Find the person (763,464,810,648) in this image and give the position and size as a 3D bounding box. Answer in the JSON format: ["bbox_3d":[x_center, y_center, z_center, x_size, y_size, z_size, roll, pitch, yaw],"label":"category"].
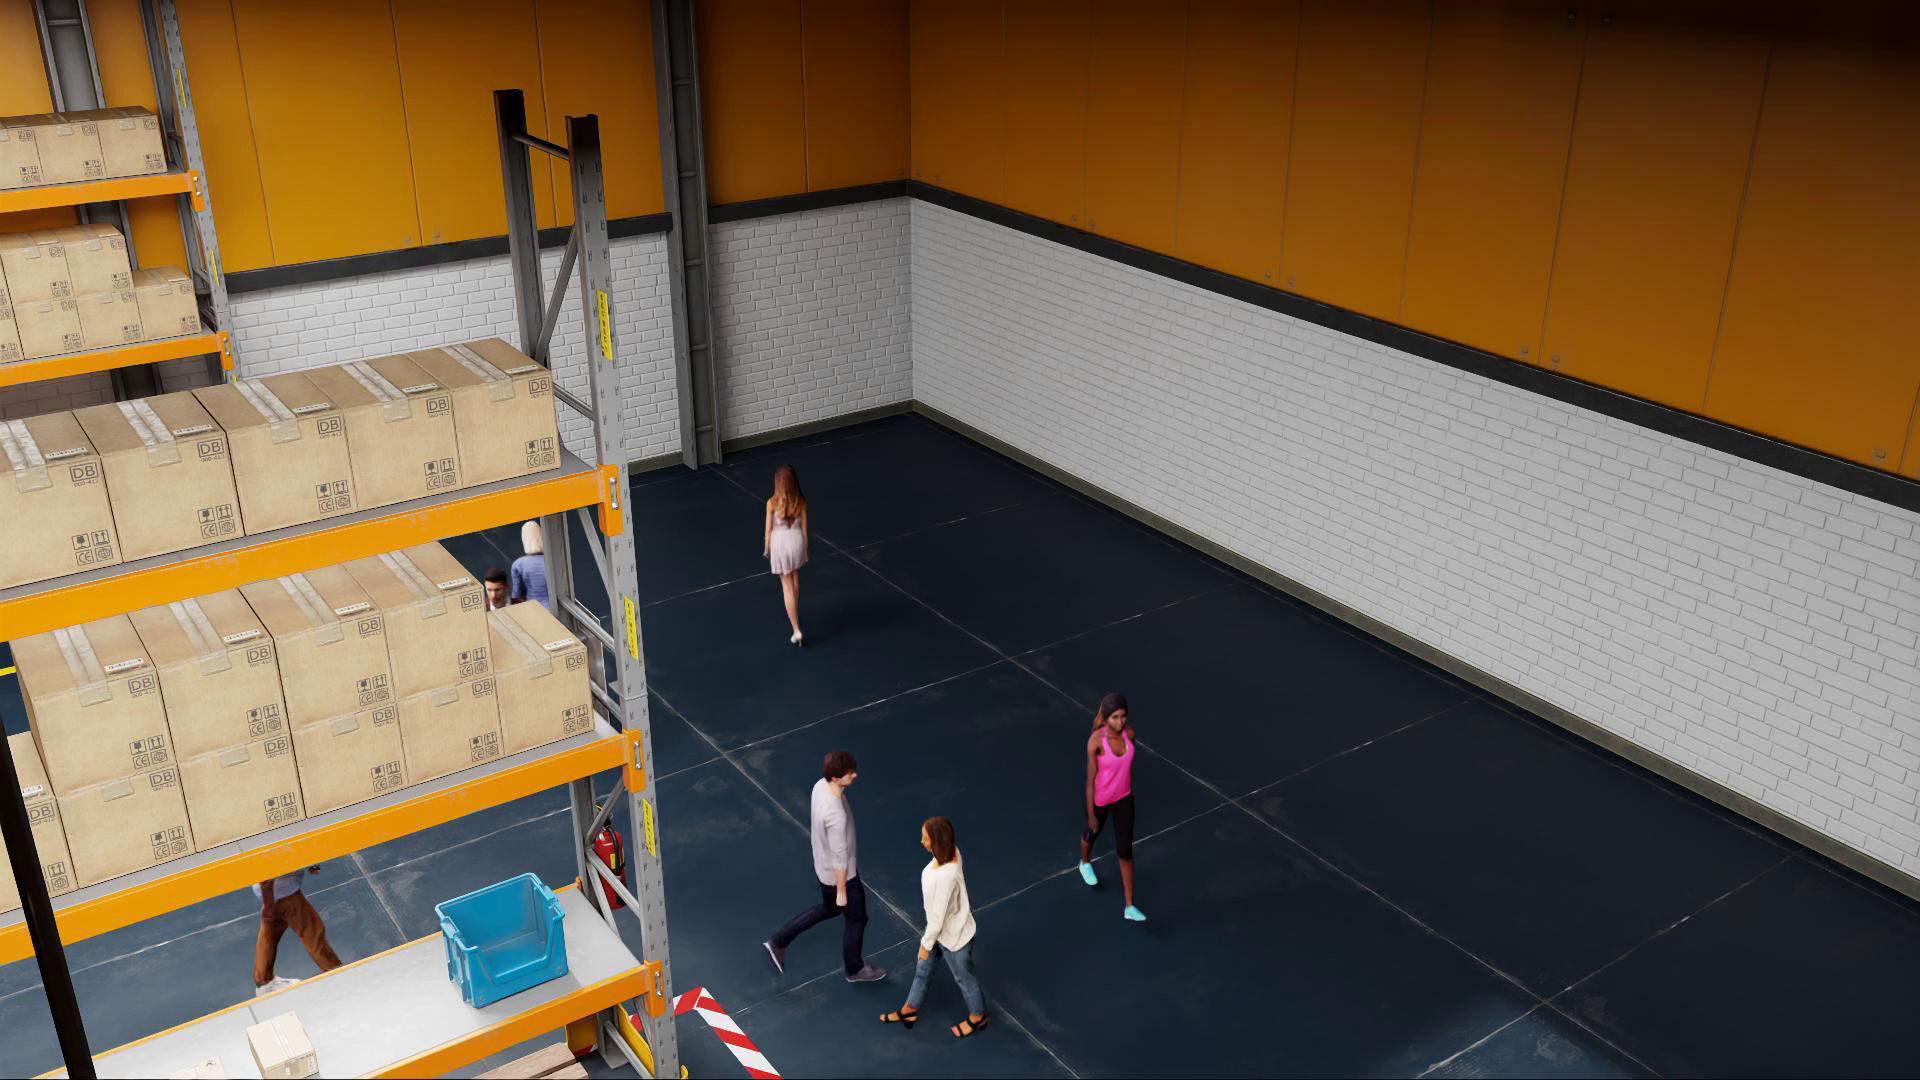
[{"bbox_3d":[-1.580,0.180,15.525,0.913,1.744,0.770,-9,25,-20],"label":"person"}]

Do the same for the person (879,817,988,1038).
[{"bbox_3d":[0.016,2.448,10.441,1.043,1.659,0.903,-2,24,-5],"label":"person"}]

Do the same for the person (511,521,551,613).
[{"bbox_3d":[-3.597,0.714,14.368,1.123,1.692,1.065,-1,24,-3],"label":"person"}]

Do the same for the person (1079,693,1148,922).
[{"bbox_3d":[1.017,1.824,11.863,1.120,1.664,0.847,-8,25,-18],"label":"person"}]

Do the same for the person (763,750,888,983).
[{"bbox_3d":[-0.901,2.177,10.870,1.130,1.812,0.882,-7,25,-16],"label":"person"}]
